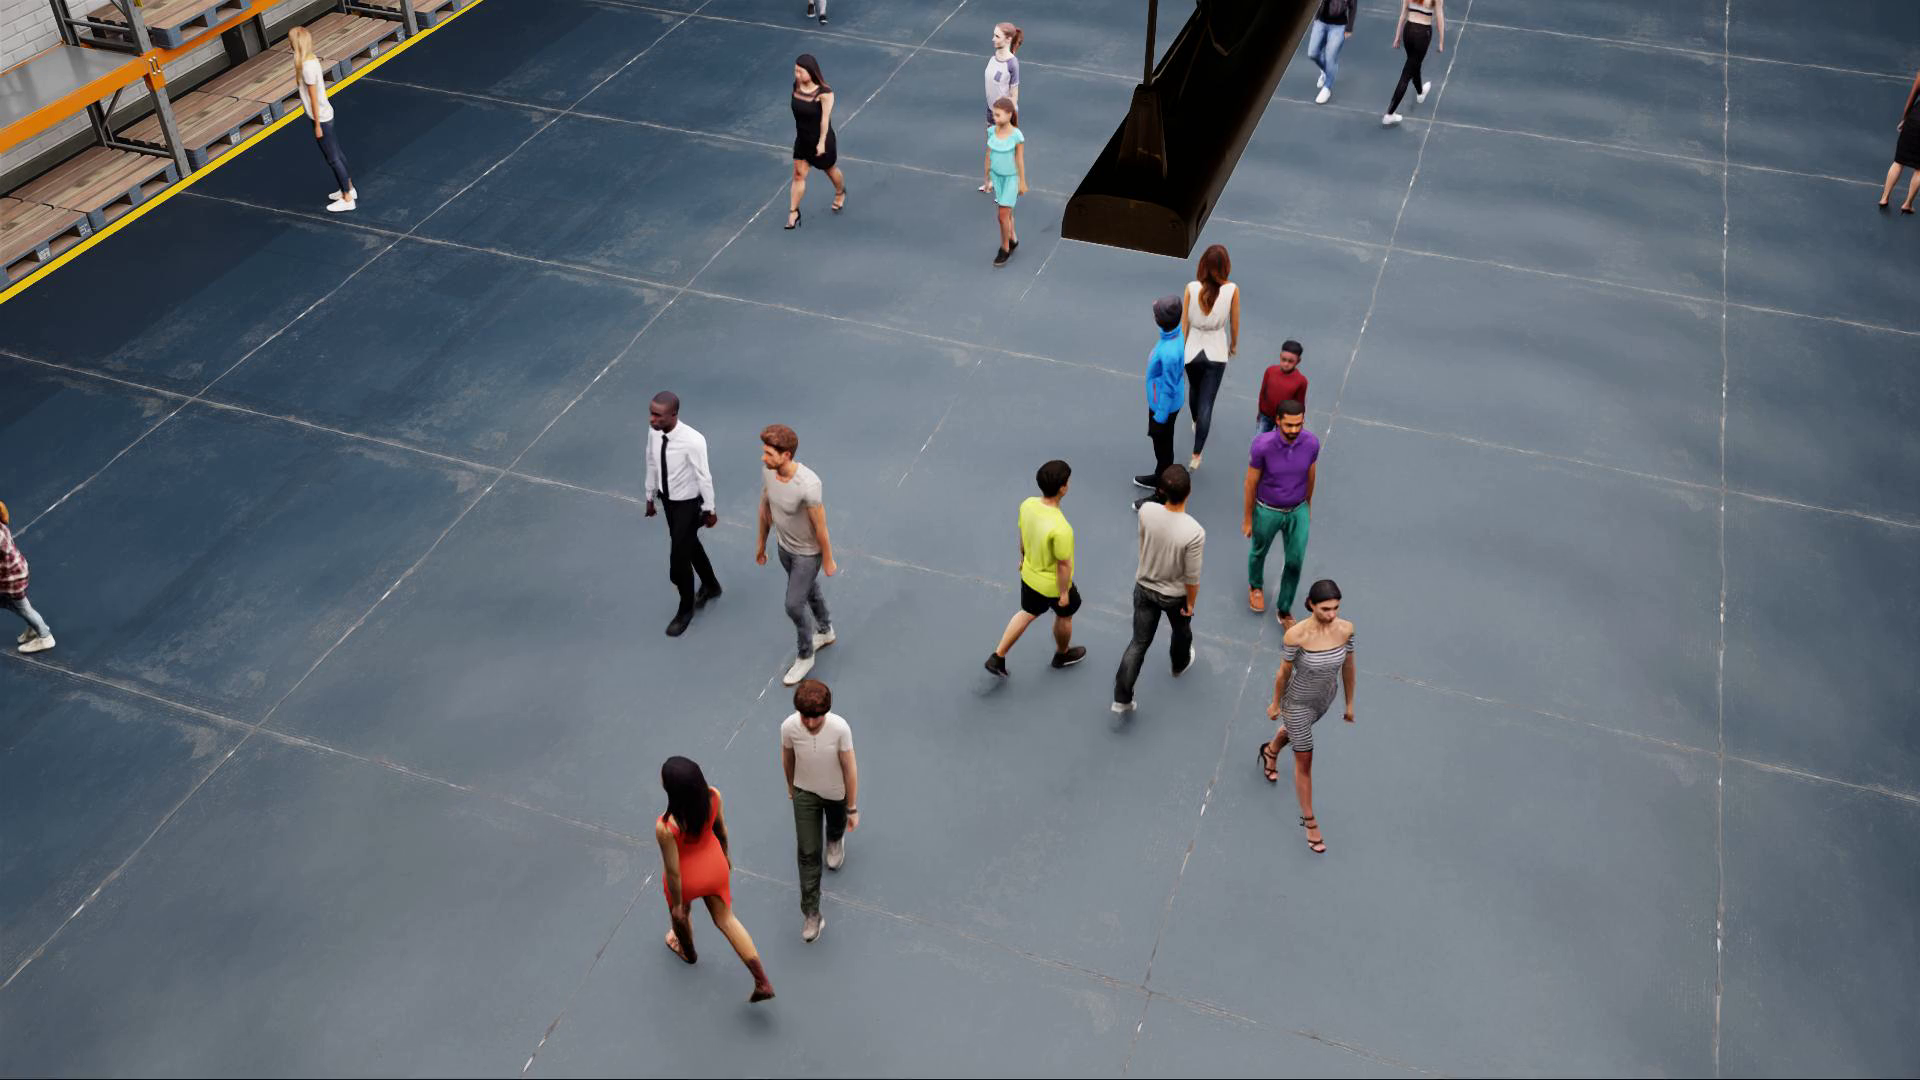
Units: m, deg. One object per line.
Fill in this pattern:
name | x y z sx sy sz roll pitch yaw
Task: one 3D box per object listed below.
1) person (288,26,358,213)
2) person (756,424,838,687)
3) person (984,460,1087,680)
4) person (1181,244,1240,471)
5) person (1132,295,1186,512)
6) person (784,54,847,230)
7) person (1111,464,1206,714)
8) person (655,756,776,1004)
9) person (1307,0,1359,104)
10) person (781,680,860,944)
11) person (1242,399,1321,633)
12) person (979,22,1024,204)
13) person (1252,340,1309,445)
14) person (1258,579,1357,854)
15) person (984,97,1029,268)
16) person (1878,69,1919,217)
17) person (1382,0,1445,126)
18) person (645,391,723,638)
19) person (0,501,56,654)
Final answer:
person | -6.102 -4.038 15.943 0.717 1.809 0.638 -12 40 -15
person | -0.980 0.000 10.838 0.933 1.871 0.850 -32 48 -33
person | 0.499 0.251 10.674 1.112 1.684 0.949 -27 46 -30
person | 1.852 -1.345 12.621 0.692 1.747 1.129 8 39 9
person | 1.509 -1.005 12.152 0.721 1.801 0.559 4 39 5
person | -1.306 -3.781 15.739 0.834 1.662 1.133 25 45 28
person | 1.223 0.355 10.473 0.762 1.771 1.176 20 43 23
person | -1.313 1.806 8.717 0.943 1.696 1.107 30 47 32
person | 4.071 -5.576 18.021 0.769 1.620 0.799 31 48 33
person | -0.753 1.360 9.349 0.852 1.603 1.217 0 39 0
person | 2.129 -0.254 11.252 0.885 1.751 1.014 -3 39 -4
person | 0.417 -4.165 16.135 0.736 1.768 0.685 -20 43 -23
person | 2.432 -0.987 12.573 0.545 1.248 0.523 20 43 23
person | 2.008 0.905 9.785 1.022 1.770 1.136 -12 40 -15
person | 0.464 -3.350 15.294 0.676 1.544 0.787 27 46 29
person | 9.193 -3.939 15.872 0.658 1.744 0.644 30 47 32
person | 4.732 -5.188 17.476 0.951 1.694 1.262 31 48 33
person | -1.792 -0.271 11.220 0.829 1.817 0.944 27 46 30
person | -6.250 0.211 11.031 0.693 1.300 0.633 -16 41 -19
